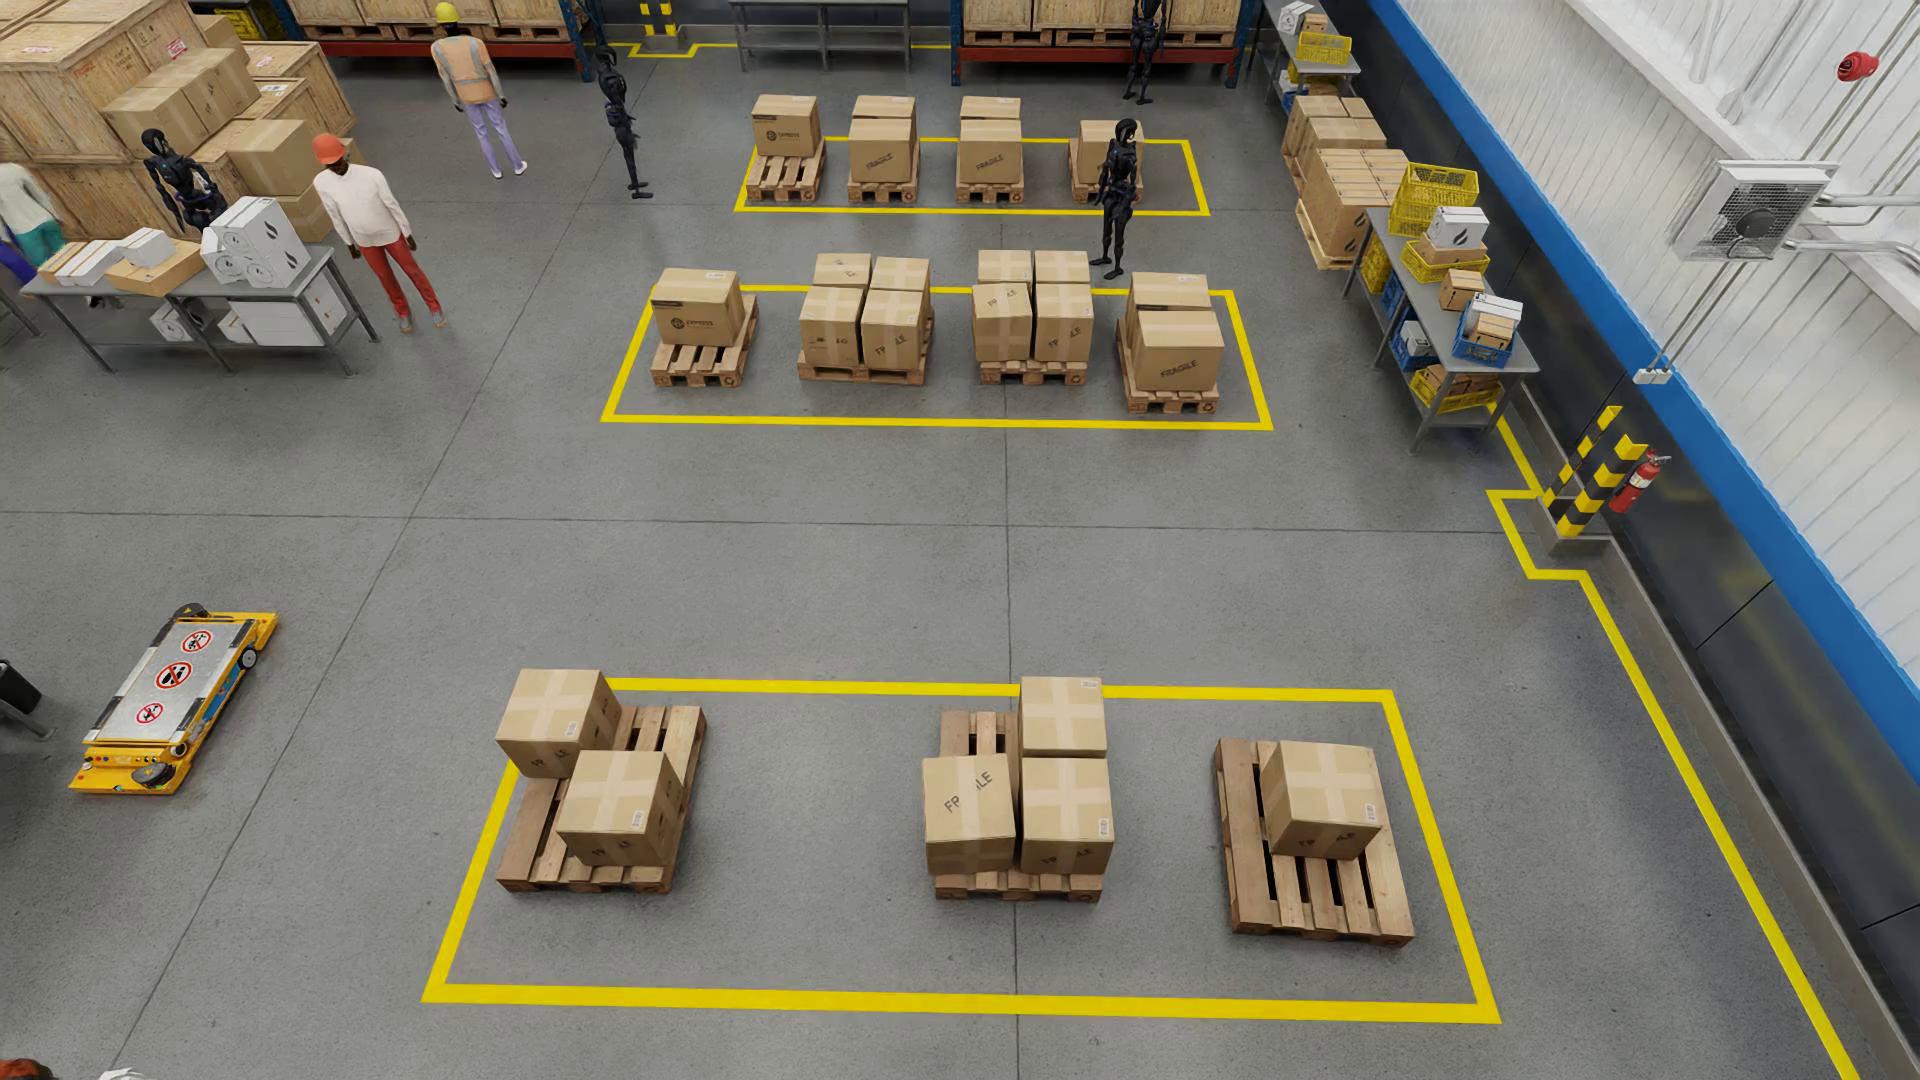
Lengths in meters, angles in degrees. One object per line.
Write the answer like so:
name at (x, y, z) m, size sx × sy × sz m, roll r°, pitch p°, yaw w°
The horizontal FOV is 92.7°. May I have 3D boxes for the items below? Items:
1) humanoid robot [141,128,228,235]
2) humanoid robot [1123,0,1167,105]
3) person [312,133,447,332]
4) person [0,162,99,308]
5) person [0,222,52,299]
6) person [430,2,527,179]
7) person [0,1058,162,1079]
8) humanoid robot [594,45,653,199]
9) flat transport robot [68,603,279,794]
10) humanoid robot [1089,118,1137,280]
humanoid robot at (-7.630, -3.315, 9.240) m, size 0.601 × 1.658 × 0.324 m, roll -4°, pitch 50°, yaw -3°
humanoid robot at (2.455, -6.649, 12.059) m, size 0.326 × 1.660 × 0.591 m, roll -34°, pitch 57°, yaw -25°
person at (-5.514, -2.871, 8.671) m, size 0.617 × 1.987 × 0.395 m, roll -11°, pitch 51°, yaw -9°
person at (-9.114, -3.093, 9.014) m, size 0.506 × 1.743 × 0.573 m, roll 14°, pitch 51°, yaw 12°
person at (-9.824, -3.383, 9.070) m, size 0.540 × 2.000 × 0.710 m, roll 6°, pitch 50°, yaw 5°
person at (-5.628, -5.191, 10.673) m, size 0.588 × 1.926 × 0.385 m, roll -13°, pitch 51°, yaw -11°
person at (-3.585, 2.624, 4.088) m, size 0.582 × 1.883 × 0.347 m, roll -18°, pitch 52°, yaw -15°
humanoid robot at (-3.854, -4.776, 10.476) m, size 0.316 × 1.657 × 0.603 m, roll -16°, pitch 52°, yaw -13°
flat transport robot at (-5.504, 1.072, 6.442) m, size 0.652 × 0.197 × 1.431 m, roll 1°, pitch 50°, yaw 1°
humanoid robot at (1.591, -3.483, 9.382) m, size 0.327 × 1.657 × 0.589 m, roll -20°, pitch 53°, yaw -16°
